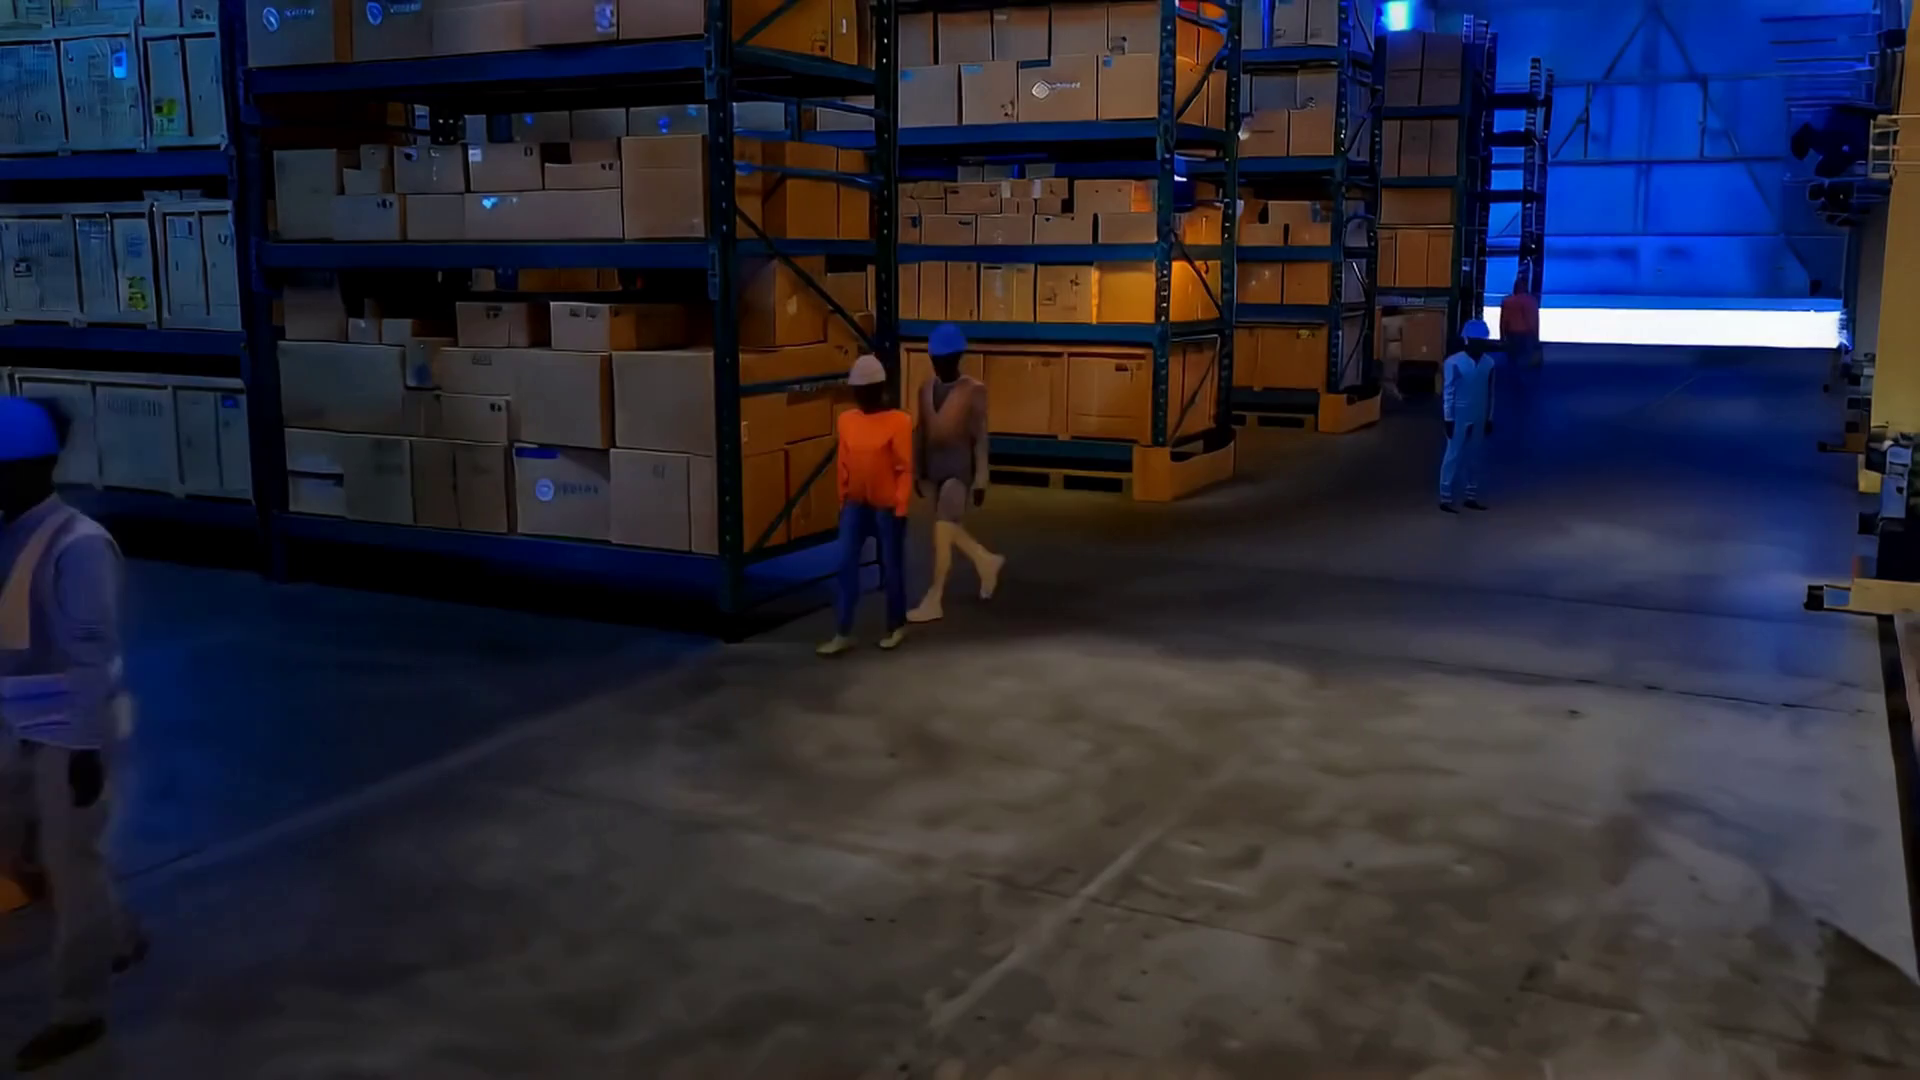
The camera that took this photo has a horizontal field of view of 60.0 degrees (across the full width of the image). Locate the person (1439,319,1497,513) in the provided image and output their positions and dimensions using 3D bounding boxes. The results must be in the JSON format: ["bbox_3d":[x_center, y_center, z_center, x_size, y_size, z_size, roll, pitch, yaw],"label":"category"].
[{"bbox_3d":[4.601,-1.114,14.993,0.563,1.742,0.353,-4,11,-23],"label":"person"}]

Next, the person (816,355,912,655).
[{"bbox_3d":[-0.544,-0.188,9.619,0.545,1.736,0.777,5,11,27],"label":"person"}]

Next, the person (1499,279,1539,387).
[{"bbox_3d":[9.763,-3.612,29.067,0.647,1.882,0.861,5,11,24],"label":"person"}]

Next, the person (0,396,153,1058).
[{"bbox_3d":[-2.664,0.535,4.889,0.624,1.930,0.469,5,11,28],"label":"person"}]

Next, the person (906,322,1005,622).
[{"bbox_3d":[-0.010,-0.457,10.728,0.549,1.907,0.861,9,13,42],"label":"person"}]

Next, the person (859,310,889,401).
[{"bbox_3d":[-0.832,-1.161,15.031,0.425,1.819,0.622,4,10,21],"label":"person"}]

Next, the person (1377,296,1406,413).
[{"bbox_3d":[6.276,-2.667,24.061,0.485,1.721,0.541,-4,11,-24],"label":"person"}]
